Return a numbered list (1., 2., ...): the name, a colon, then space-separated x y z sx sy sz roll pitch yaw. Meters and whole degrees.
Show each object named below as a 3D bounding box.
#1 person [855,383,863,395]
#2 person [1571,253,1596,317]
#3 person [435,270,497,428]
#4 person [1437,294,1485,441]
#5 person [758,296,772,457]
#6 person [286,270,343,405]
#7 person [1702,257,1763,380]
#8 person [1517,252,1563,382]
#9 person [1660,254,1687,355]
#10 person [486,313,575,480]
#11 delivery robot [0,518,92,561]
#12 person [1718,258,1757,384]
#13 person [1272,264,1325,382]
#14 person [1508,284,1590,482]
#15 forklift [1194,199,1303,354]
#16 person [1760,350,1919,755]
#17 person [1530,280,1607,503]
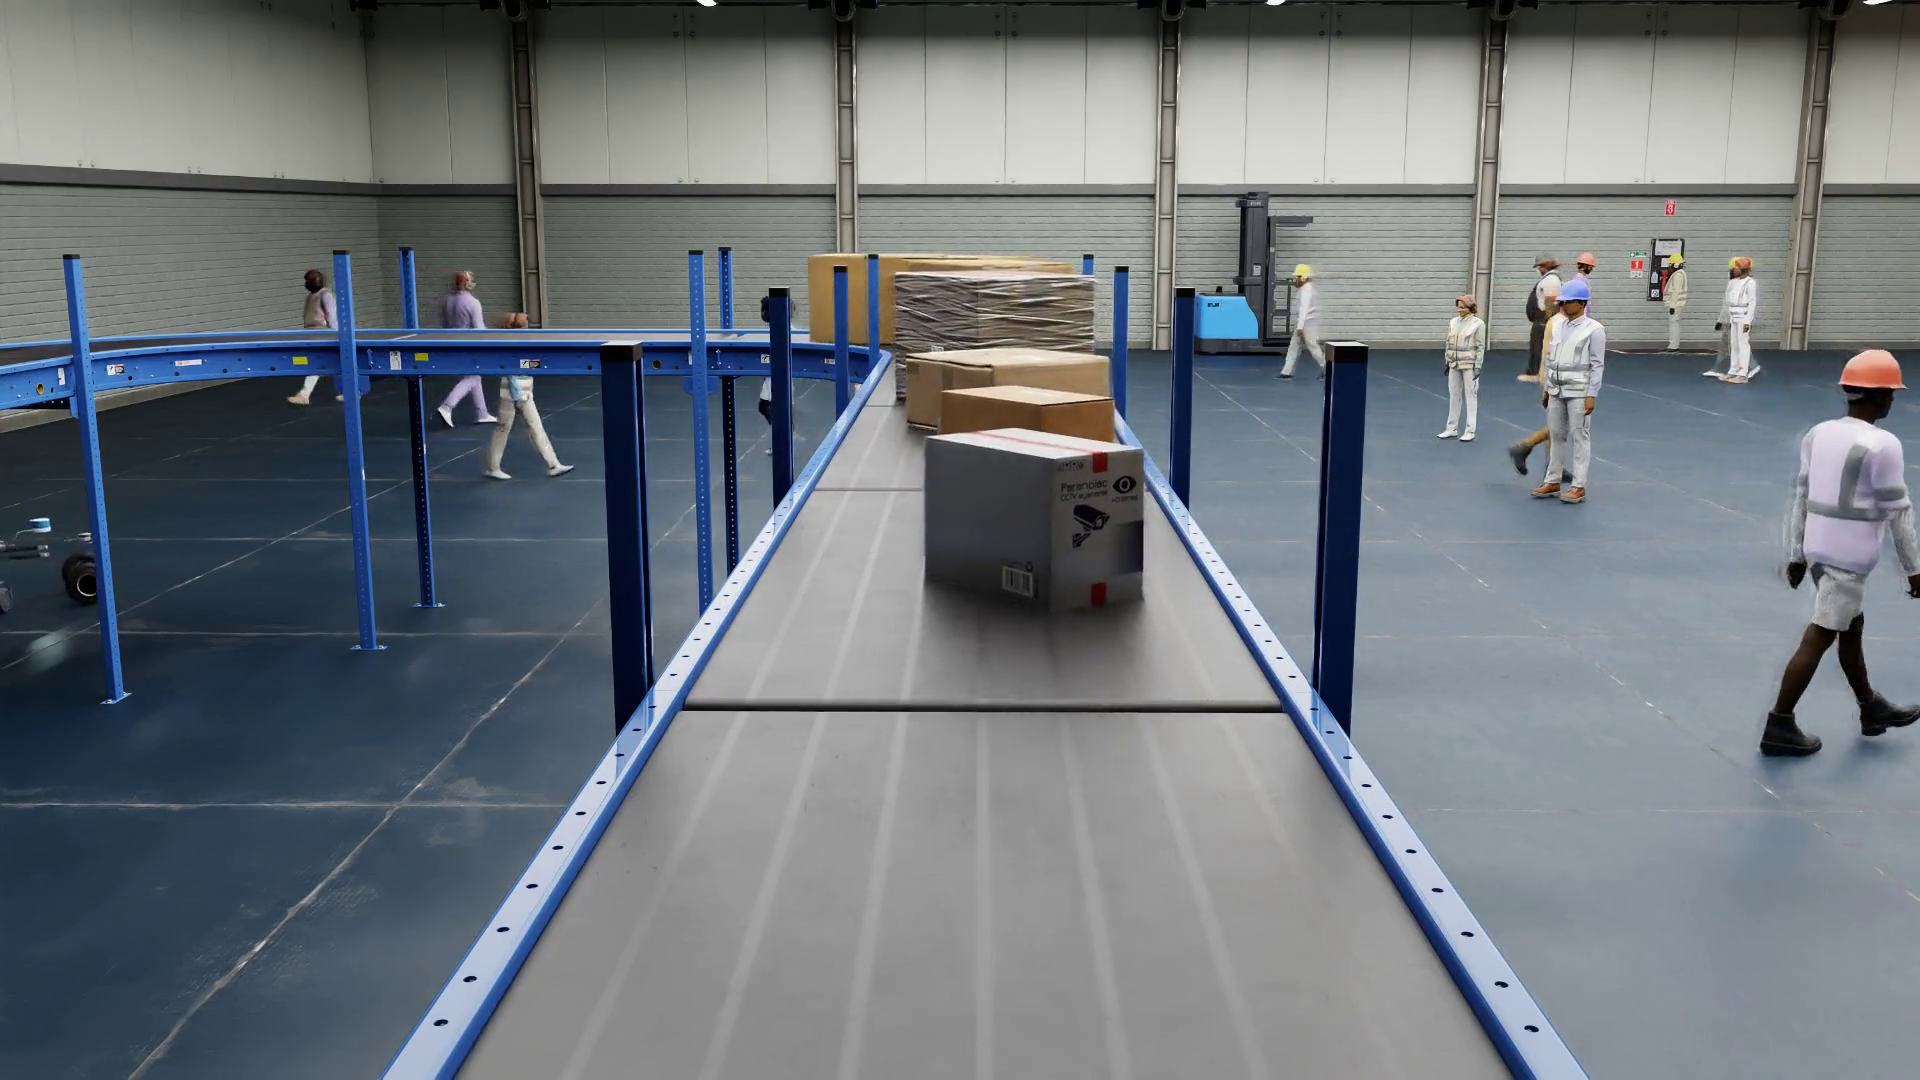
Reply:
1. person: -1.064 -2.249 19.402 0.626 1.991 0.393 -3 12 -17
2. person: 9.776 -3.538 26.188 0.363 1.933 0.543 1 11 4
3. person: -5.953 -2.294 19.952 0.651 1.875 0.901 9 14 39
4. person: 5.675 -1.944 18.750 0.308 1.640 0.511 -7 13 -32
5. person: -1.956 -1.700 17.382 0.382 1.679 0.547 -3 11 -15
6. person: -8.665 -2.746 22.502 0.982 1.793 0.637 -9 14 -38
7. person: 12.056 -3.439 25.791 0.606 1.894 0.905 -10 15 -43
8. person: 9.082 -3.425 25.439 0.822 2.000 0.695 6 12 28
9. person: 13.127 -4.337 30.578 0.403 1.824 0.596 6 12 27
10. person: -4.161 -1.356 15.823 0.878 1.587 0.538 2 11 9
11. delivery robot: -6.001 -0.025 10.880 0.698 0.223 0.335 -6 13 -30
12. person: 11.842 -3.330 25.247 0.356 1.881 0.575 0 11 0
13. person: 5.325 -3.321 25.465 0.928 1.791 0.608 2 11 8
14. person: 5.571 -1.484 15.697 0.622 1.910 0.575 1 11 7
15. forklift: 5.313 -4.851 30.603 1.873 2.768 1.129 0 11 1
16. person: 4.231 0.067 7.773 0.969 1.887 0.563 -1 11 -6
17. person: 5.406 -1.317 14.735 0.387 1.948 0.601 -6 12 -27
